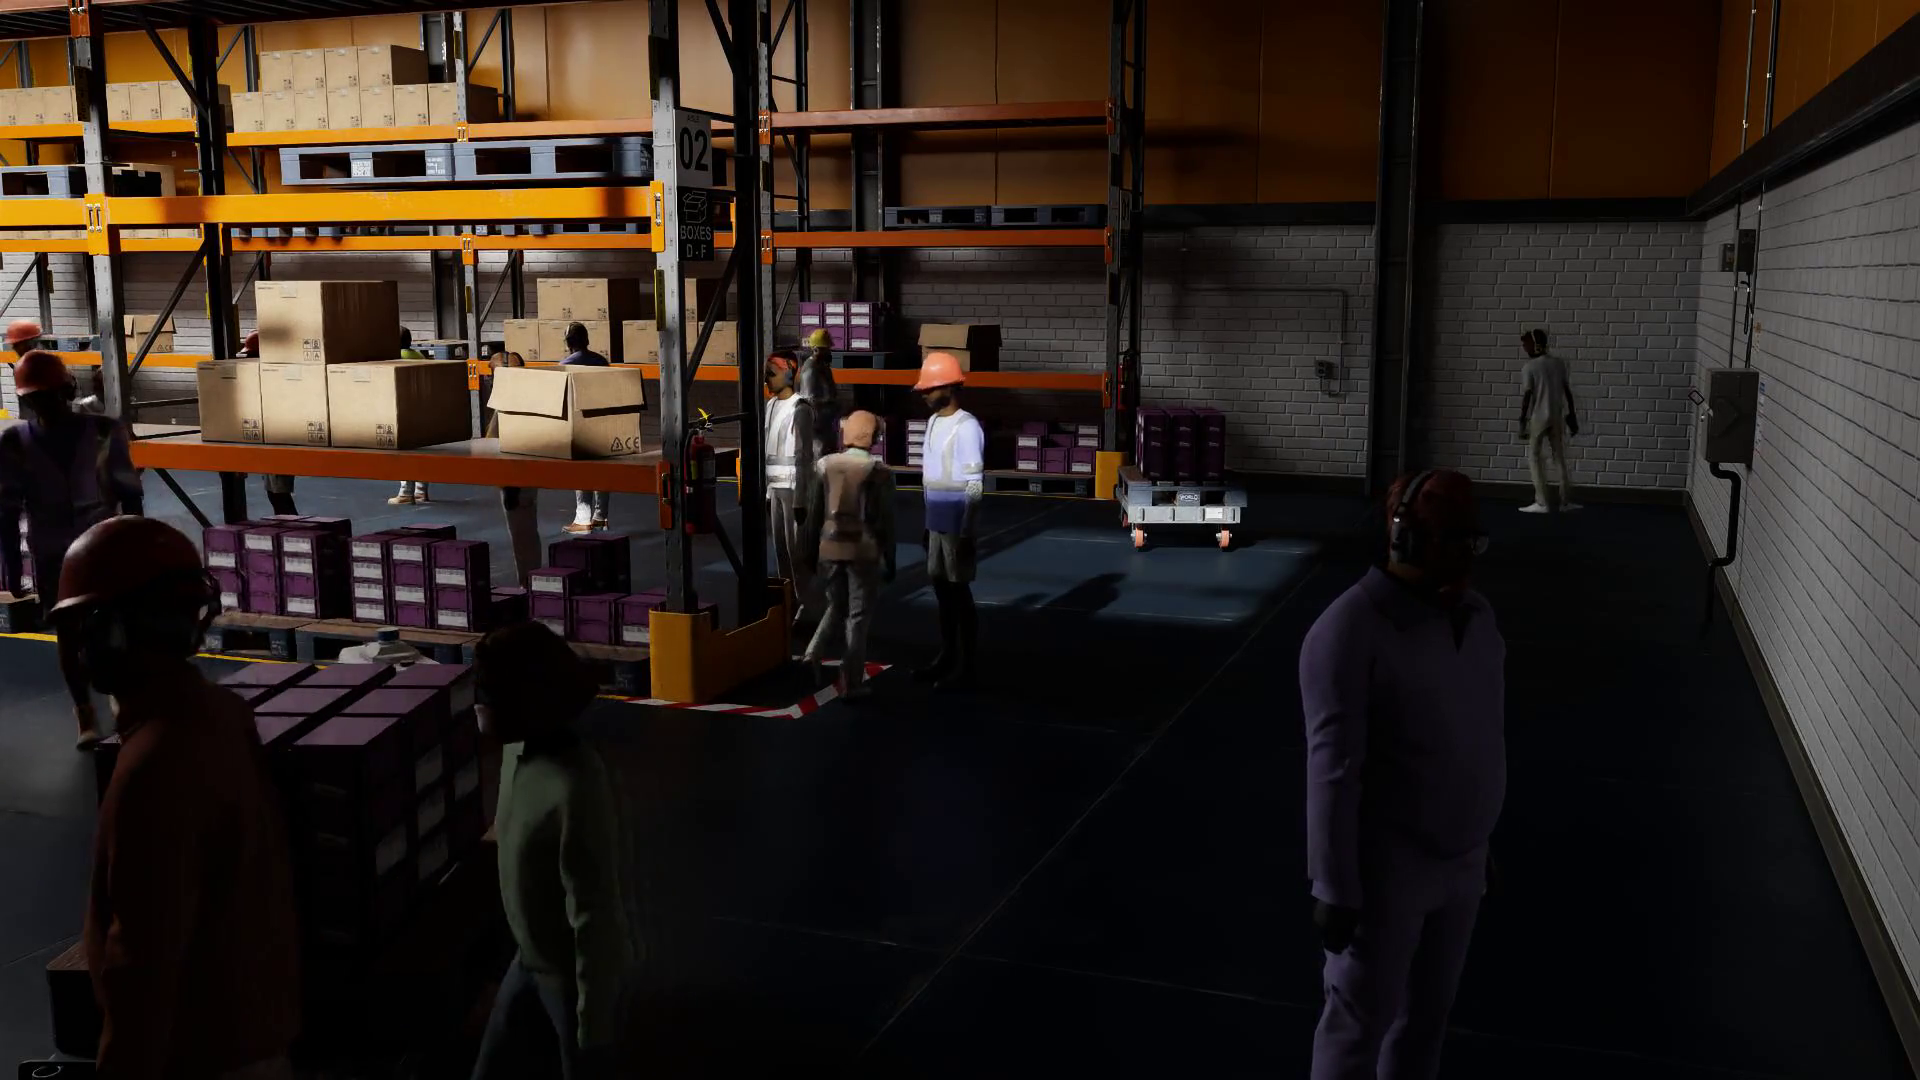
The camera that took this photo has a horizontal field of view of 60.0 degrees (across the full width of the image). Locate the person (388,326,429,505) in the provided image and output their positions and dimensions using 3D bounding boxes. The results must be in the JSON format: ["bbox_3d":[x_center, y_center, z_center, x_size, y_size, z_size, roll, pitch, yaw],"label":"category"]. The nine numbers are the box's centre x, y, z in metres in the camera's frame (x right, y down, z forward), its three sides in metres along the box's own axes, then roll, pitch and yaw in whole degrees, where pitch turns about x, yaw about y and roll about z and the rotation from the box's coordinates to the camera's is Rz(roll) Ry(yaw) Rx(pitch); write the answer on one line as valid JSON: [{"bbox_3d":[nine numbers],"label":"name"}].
[{"bbox_3d":[-5.713,-1.278,17.104,0.430,1.845,0.624,3,9,16],"label":"person"}]

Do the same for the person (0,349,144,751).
[{"bbox_3d":[-4.426,0.041,8.335,0.671,2.016,0.687,-4,10,-26],"label":"person"}]

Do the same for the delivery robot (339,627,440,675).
[{"bbox_3d":[-2.907,0.688,8.496,0.477,0.478,0.707,-7,11,-37],"label":"delivery robot"}]

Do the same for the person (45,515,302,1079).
[{"bbox_3d":[-1.416,0.922,3.062,1.049,1.923,0.658,-3,10,-19],"label":"person"}]

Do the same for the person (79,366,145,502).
[{"bbox_3d":[-7.102,-0.657,13.903,0.449,1.624,0.515,6,11,35],"label":"person"}]

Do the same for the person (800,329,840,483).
[{"bbox_3d":[-1.470,-1.260,17.076,0.471,1.814,0.611,1,9,8],"label":"person"}]

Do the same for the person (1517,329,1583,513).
[{"bbox_3d":[5.875,-1.172,16.493,0.705,1.829,0.397,-2,9,-14],"label":"person"}]

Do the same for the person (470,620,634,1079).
[{"bbox_3d":[-0.866,0.973,3.662,0.402,1.609,0.605,-6,11,-34],"label":"person"}]

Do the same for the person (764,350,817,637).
[{"bbox_3d":[-1.124,-0.303,10.892,0.352,1.878,0.568,-4,10,-26],"label":"person"}]

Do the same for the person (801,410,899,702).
[{"bbox_3d":[-0.603,0.098,9.124,0.543,1.618,0.468,5,10,27],"label":"person"}]

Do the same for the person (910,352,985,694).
[{"bbox_3d":[-0.085,-0.094,9.419,0.376,1.930,0.573,-5,10,-26],"label":"person"}]

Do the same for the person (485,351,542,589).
[{"bbox_3d":[-3.092,-0.390,11.563,0.429,1.837,0.626,-2,9,-12],"label":"person"}]

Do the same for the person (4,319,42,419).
[{"bbox_3d":[-8.171,-0.975,14.804,0.654,1.968,0.502,6,11,34],"label":"person"}]

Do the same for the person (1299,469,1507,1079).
[{"bbox_3d":[1.098,0.775,4.016,0.651,1.904,0.404,-7,12,-39],"label":"person"}]

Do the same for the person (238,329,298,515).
[{"bbox_3d":[-5.469,-0.702,13.190,0.375,1.935,0.551,-6,11,-35],"label":"person"}]

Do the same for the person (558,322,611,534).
[{"bbox_3d":[-3.438,-1.015,15.170,0.372,1.934,0.627,5,10,27],"label":"person"}]
